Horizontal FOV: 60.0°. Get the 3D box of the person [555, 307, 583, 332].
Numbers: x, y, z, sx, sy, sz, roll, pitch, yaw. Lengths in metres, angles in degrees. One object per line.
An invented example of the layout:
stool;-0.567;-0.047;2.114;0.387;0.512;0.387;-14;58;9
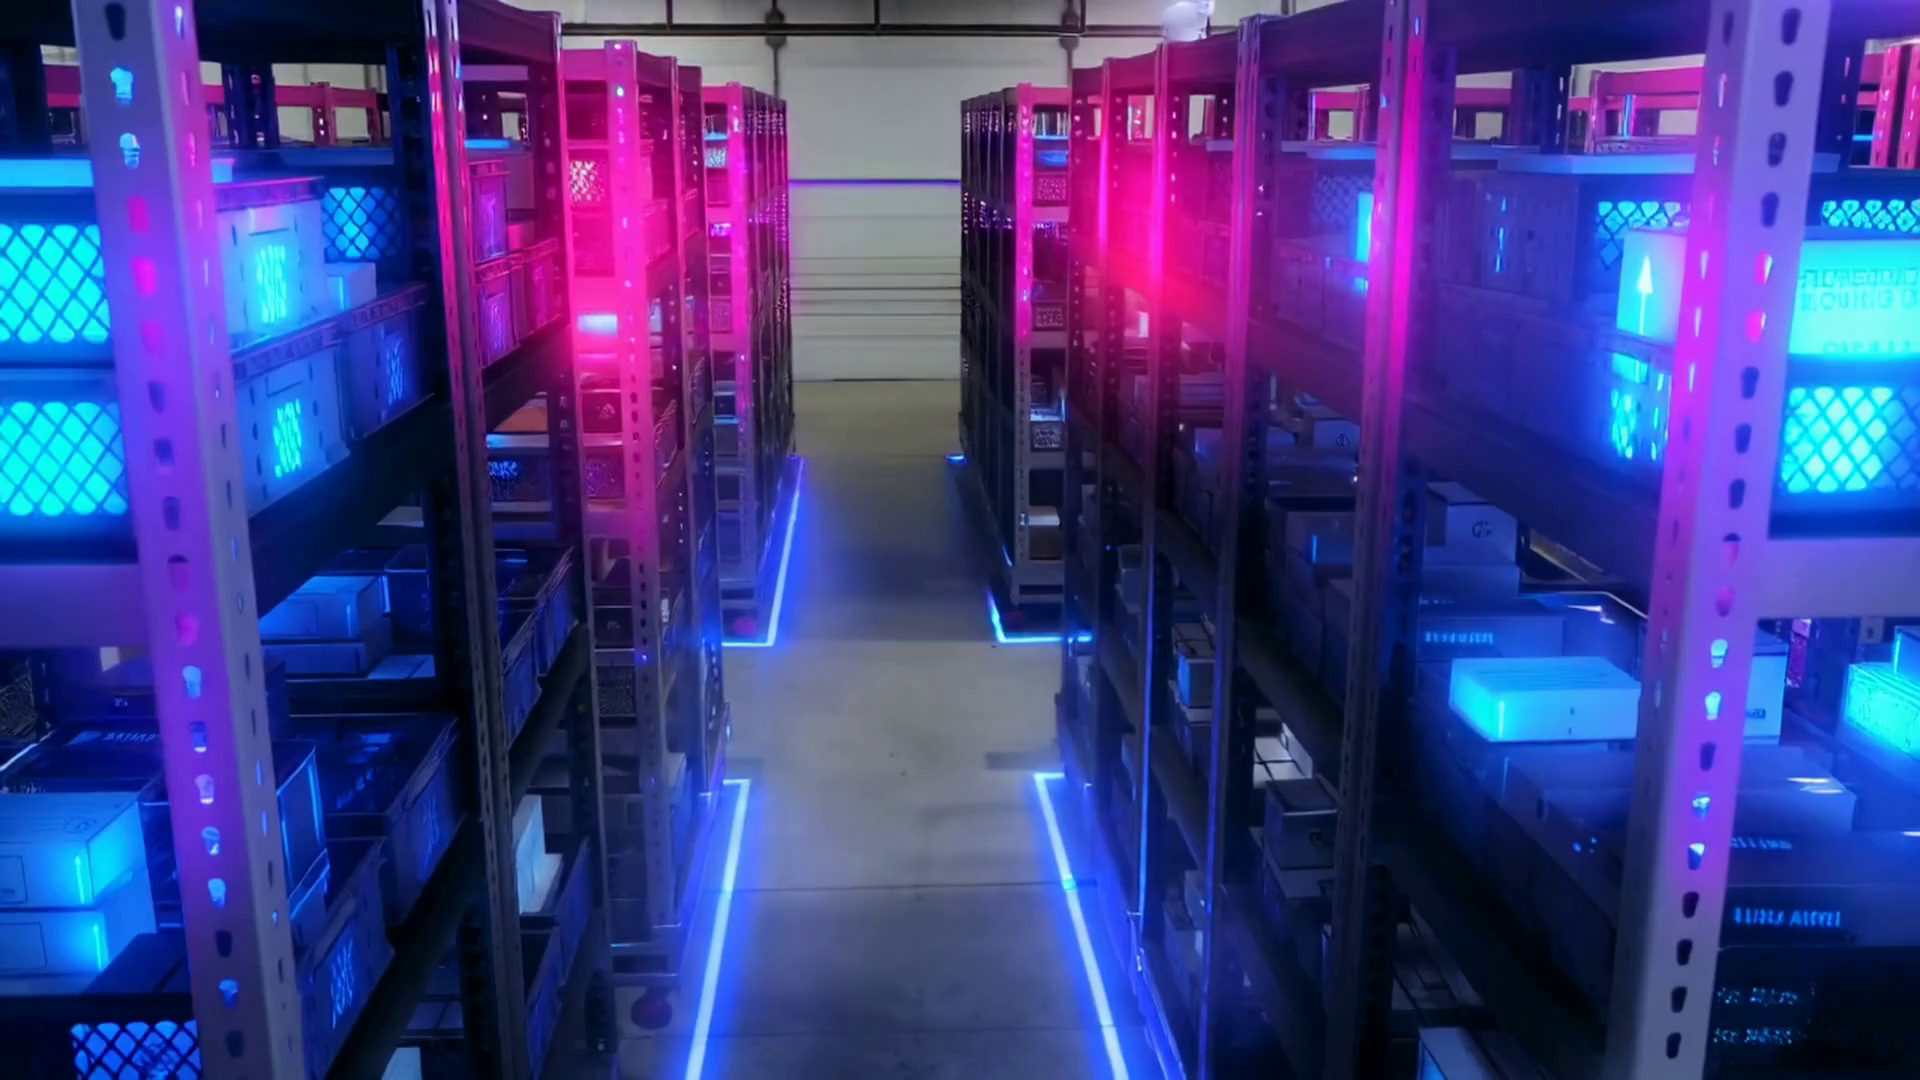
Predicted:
person;-4.507;-2.145;18.708;0.686;1.804;0.448;8;16;29
